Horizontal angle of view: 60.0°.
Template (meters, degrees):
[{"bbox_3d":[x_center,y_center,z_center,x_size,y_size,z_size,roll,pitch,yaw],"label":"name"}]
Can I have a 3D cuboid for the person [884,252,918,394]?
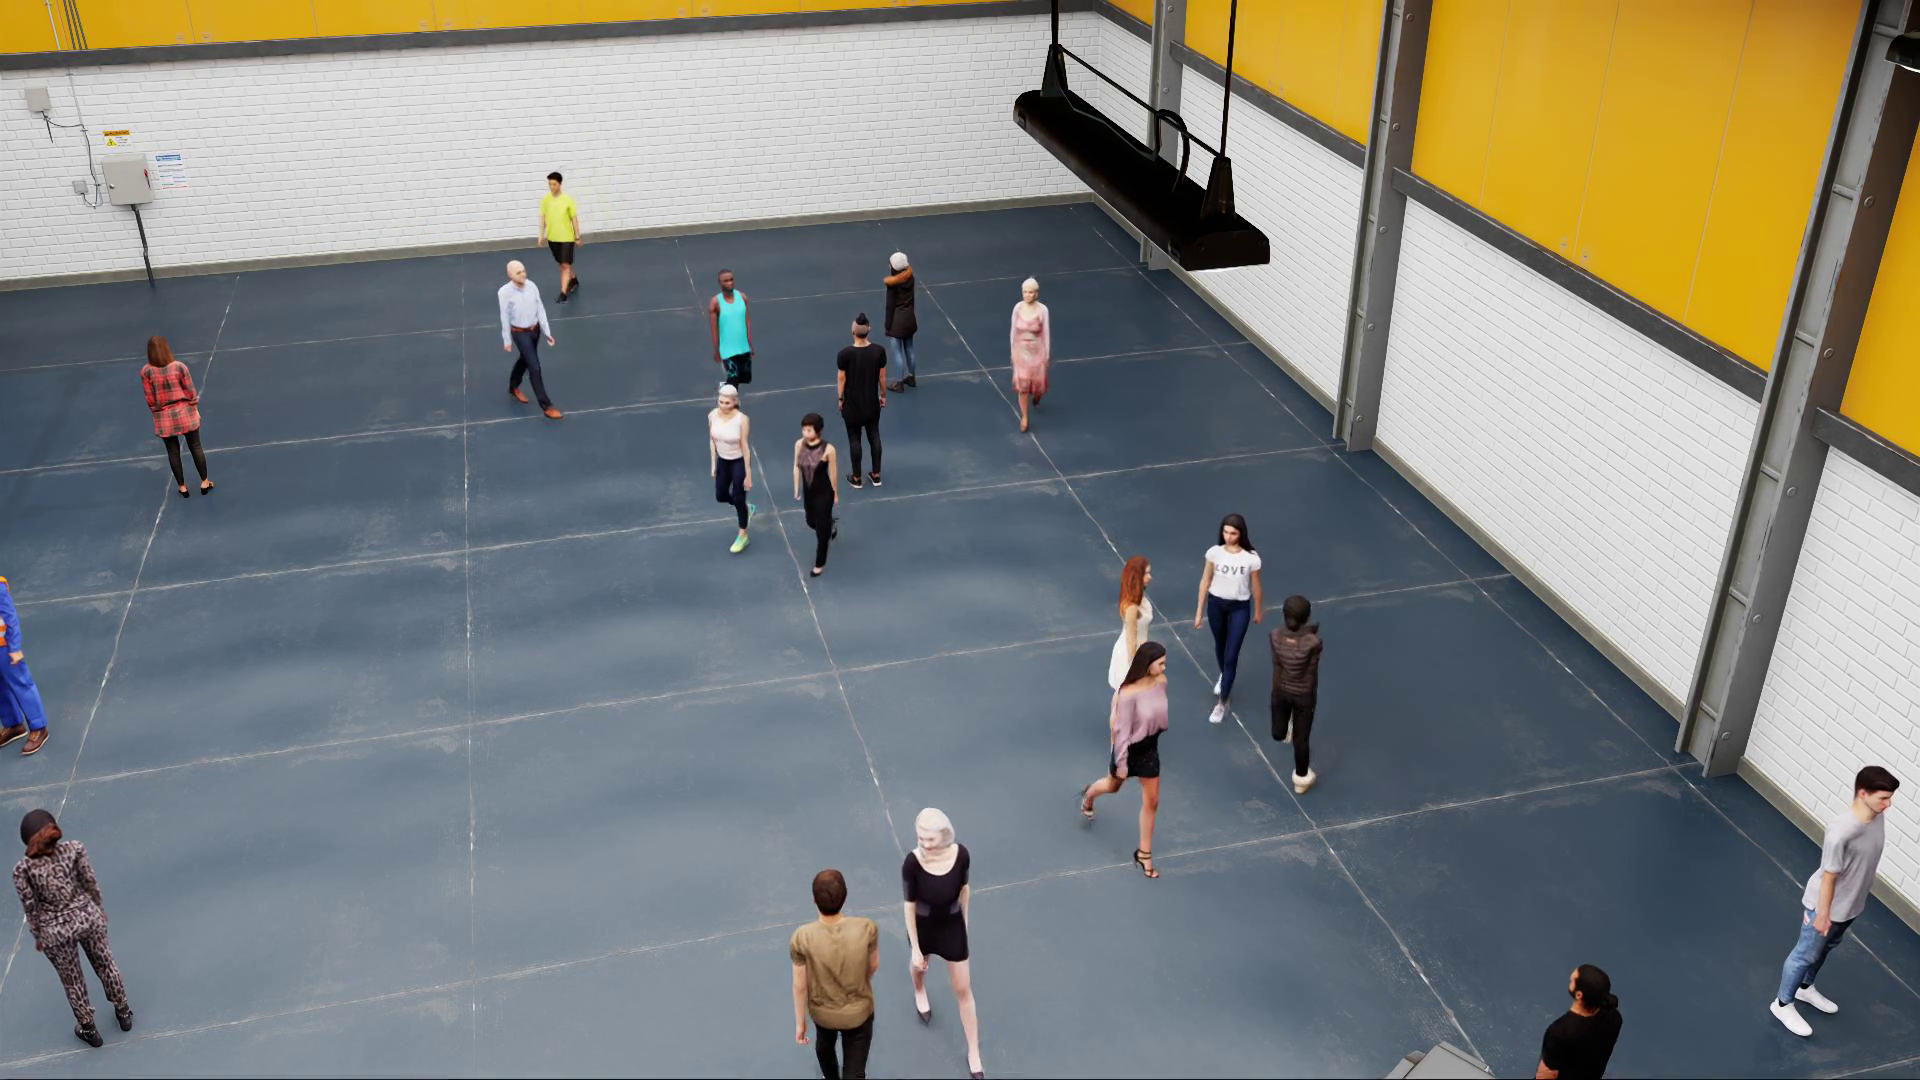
[{"bbox_3d":[-0.671,-2.491,18.964,0.769,1.633,0.730,21,35,33],"label":"person"}]

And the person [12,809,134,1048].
[{"bbox_3d":[-5.371,2.331,10.040,0.705,1.714,0.675,25,38,38],"label":"person"}]

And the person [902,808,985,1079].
[{"bbox_3d":[-0.178,2.297,10.028,0.580,1.785,1.106,-8,30,-15],"label":"person"}]

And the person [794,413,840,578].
[{"bbox_3d":[-1.260,-0.465,15.304,0.917,1.581,0.995,14,32,24],"label":"person"}]

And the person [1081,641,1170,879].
[{"bbox_3d":[1.144,1.462,11.577,0.883,1.768,1.200,-15,32,-26],"label":"person"}]

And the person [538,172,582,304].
[{"bbox_3d":[-5.169,-3.964,21.633,0.989,1.663,1.195,7,29,13],"label":"person"}]

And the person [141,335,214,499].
[{"bbox_3d":[-7.832,-1.240,16.599,0.616,1.702,0.558,-10,30,-17],"label":"person"}]

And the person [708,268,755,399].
[{"bbox_3d":[-2.490,-2.104,18.087,0.807,1.794,1.037,-17,33,-28],"label":"person"}]

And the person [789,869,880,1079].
[{"bbox_3d":[-0.651,2.698,9.269,0.827,1.808,1.262,-2,29,-4],"label":"person"}]

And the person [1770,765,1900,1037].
[{"bbox_3d":[5.354,2.166,10.162,0.748,1.887,0.712,-20,35,-32],"label":"person"}]

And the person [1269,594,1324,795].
[{"bbox_3d":[2.527,1.092,12.376,0.914,1.652,0.975,7,29,12],"label":"person"}]

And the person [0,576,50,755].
[{"bbox_3d":[-7.392,0.781,12.726,0.787,1.863,0.799,9,30,15],"label":"person"}]

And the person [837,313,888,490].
[{"bbox_3d":[-0.981,-1.419,16.757,0.700,1.864,0.615,-11,31,-19],"label":"person"}]

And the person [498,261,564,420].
[{"bbox_3d":[-4.847,-2.255,18.409,1.293,1.750,1.133,21,35,33],"label":"person"}]

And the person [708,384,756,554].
[{"bbox_3d":[-2.089,-0.726,15.670,0.861,1.689,0.926,12,31,22],"label":"person"}]

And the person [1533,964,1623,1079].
[{"bbox_3d":[3.232,2.991,8.790,0.745,1.752,0.883,-15,32,-25],"label":"person"}]

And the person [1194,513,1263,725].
[{"bbox_3d":[2.173,0.532,13.314,1.000,1.738,1.111,12,31,21],"label":"person"}]

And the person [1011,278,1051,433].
[{"bbox_3d":[0.766,-2.047,18.107,0.819,1.674,0.989,5,29,10],"label":"person"}]

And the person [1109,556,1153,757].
[{"bbox_3d":[1.290,0.881,12.704,0.701,1.708,0.601,5,29,9],"label":"person"}]
